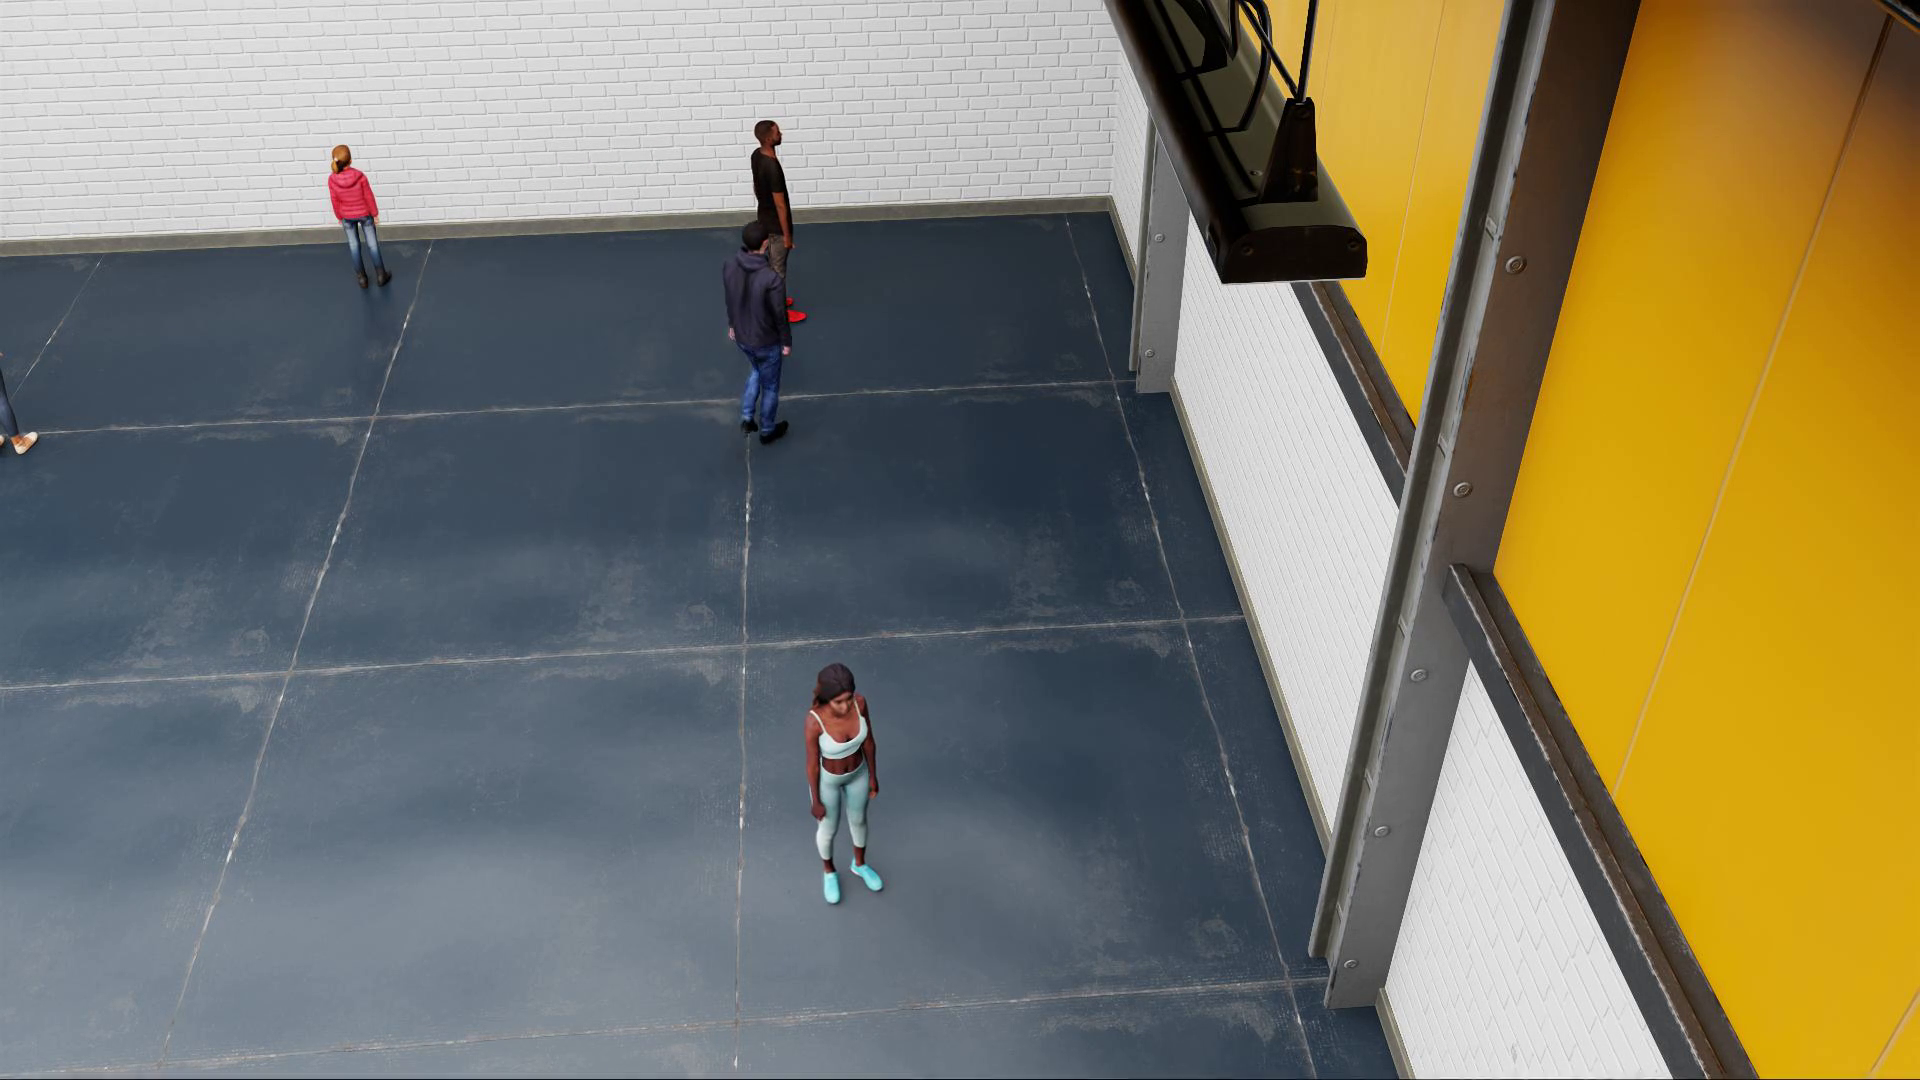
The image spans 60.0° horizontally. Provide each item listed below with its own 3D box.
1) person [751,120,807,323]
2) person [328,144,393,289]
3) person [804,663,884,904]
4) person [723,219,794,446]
[{"bbox_3d":[-1.579,-2.695,14.043,0.773,1.805,0.607,-18,42,-21],"label":"person"},{"bbox_3d":[-5.309,-2.848,14.626,0.530,1.317,0.494,-6,39,-8],"label":"person"},{"bbox_3d":[-0.655,1.308,9.095,0.643,1.725,0.656,-20,43,-23],"label":"person"},{"bbox_3d":[-1.567,-1.490,12.478,0.838,1.875,0.883,21,43,24],"label":"person"}]
